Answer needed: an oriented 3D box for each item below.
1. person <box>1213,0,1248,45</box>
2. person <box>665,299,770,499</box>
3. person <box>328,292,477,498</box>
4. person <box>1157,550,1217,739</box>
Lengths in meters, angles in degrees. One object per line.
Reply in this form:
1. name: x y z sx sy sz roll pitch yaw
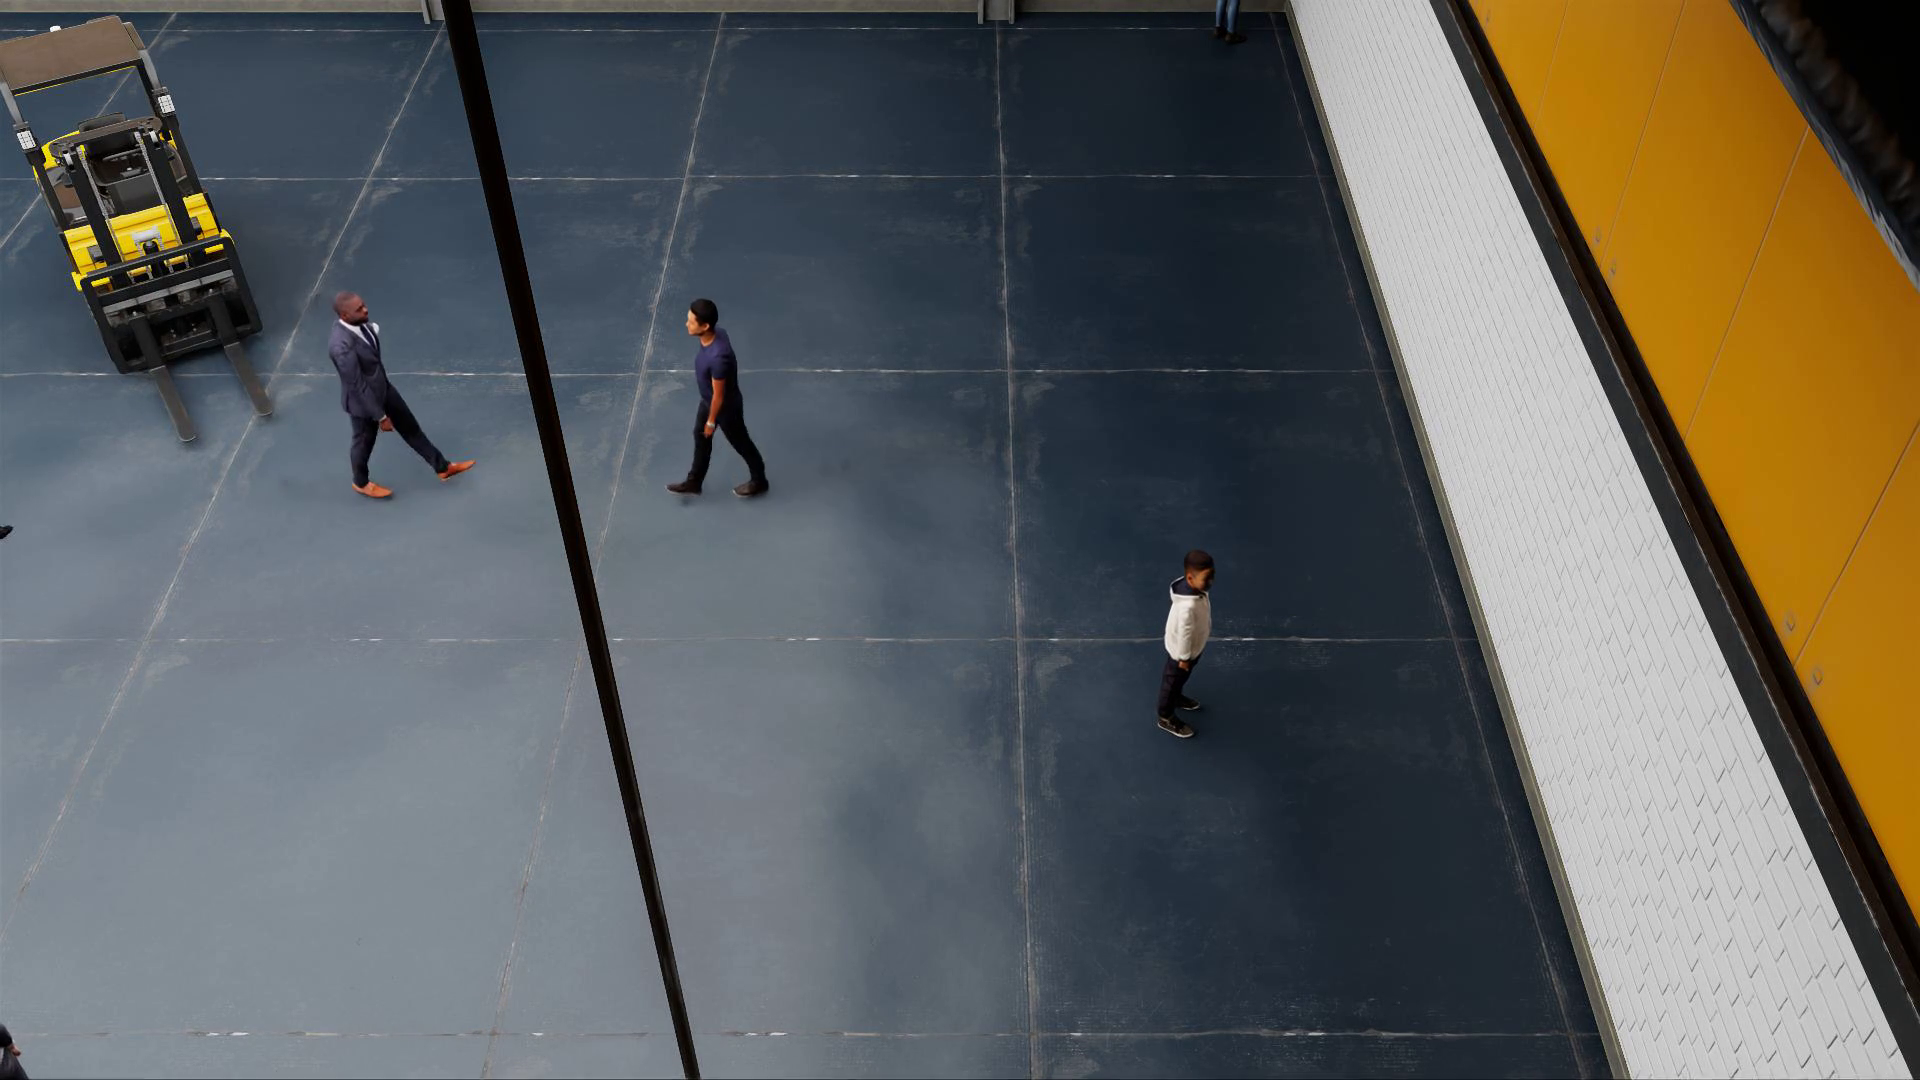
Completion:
1. person: 2.856 -5.976 17.231 0.662 1.647 0.640 -26 49 -25
2. person: -1.611 -0.982 11.907 1.077 1.760 0.886 -17 46 -18
3. person: -4.318 -1.005 11.916 1.112 1.782 0.697 0 44 0
4. person: 1.409 0.621 10.447 0.601 1.452 0.631 12 45 13
